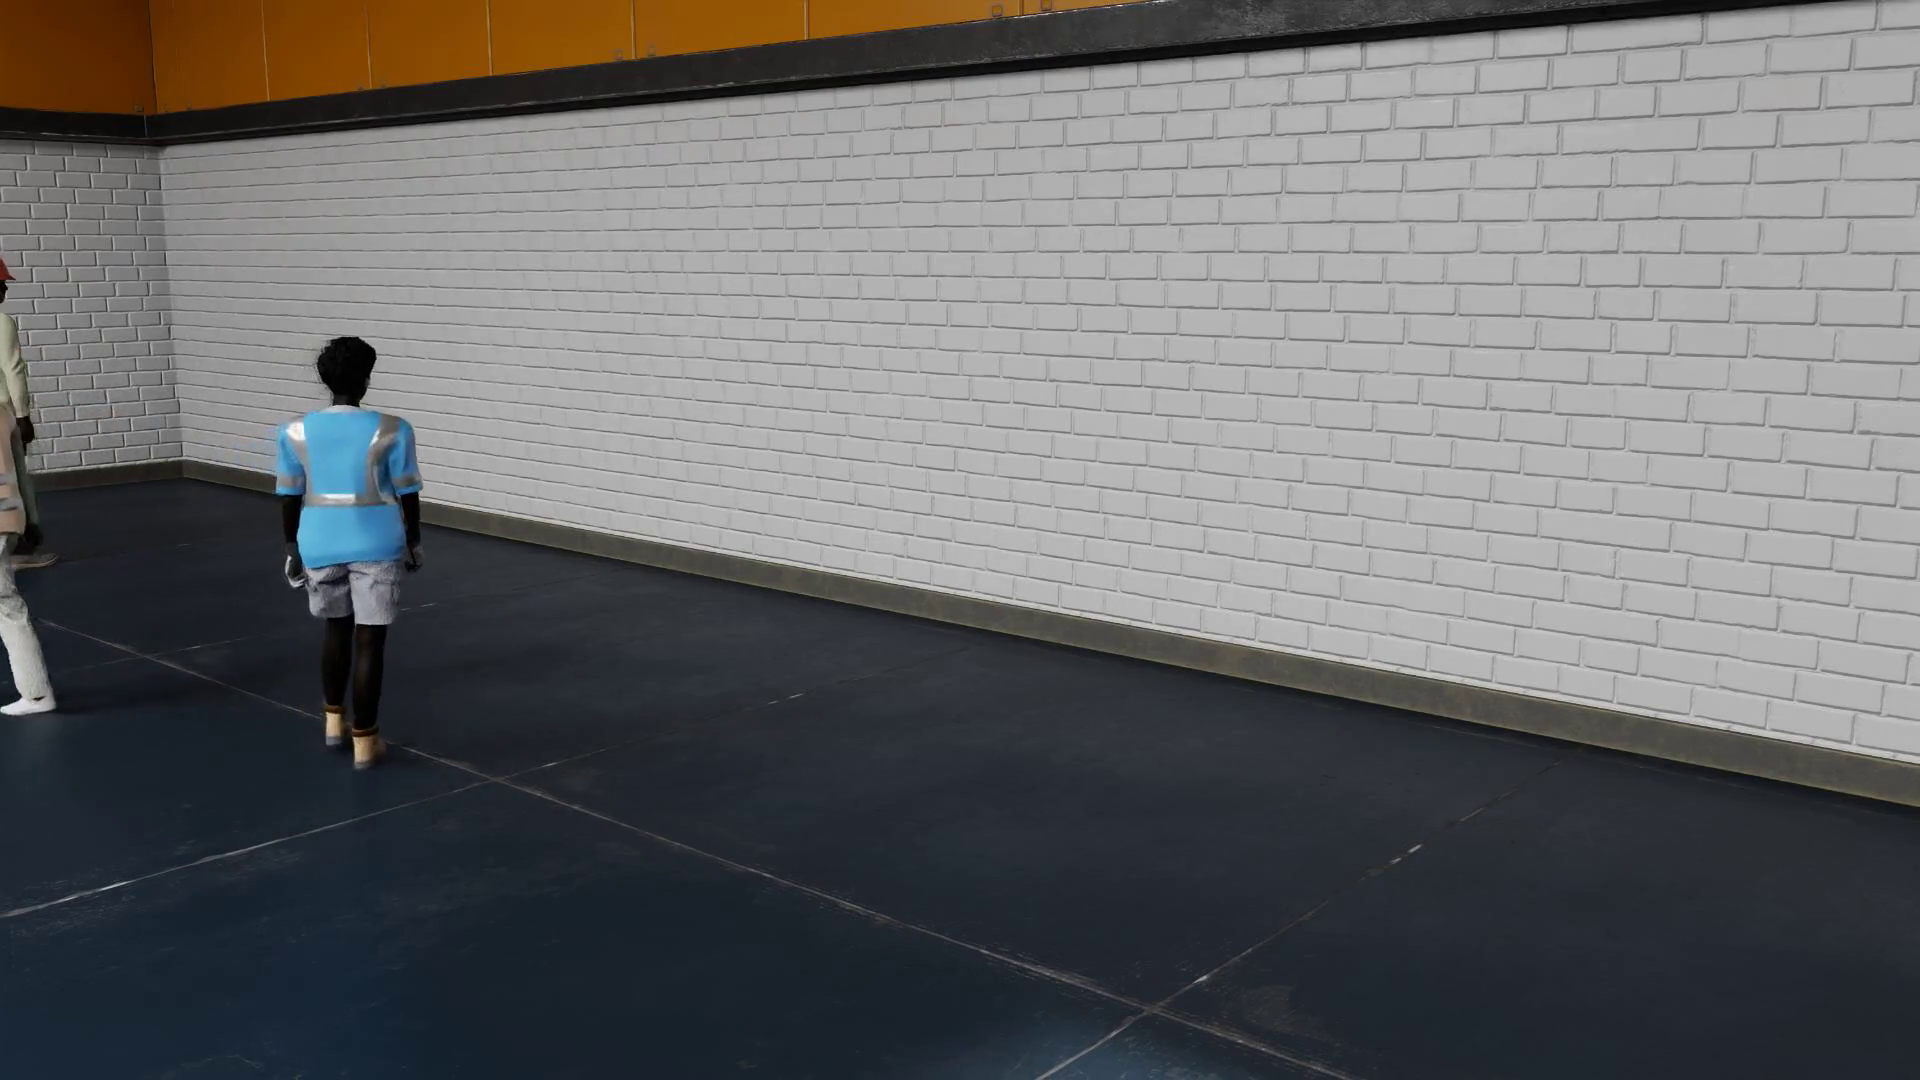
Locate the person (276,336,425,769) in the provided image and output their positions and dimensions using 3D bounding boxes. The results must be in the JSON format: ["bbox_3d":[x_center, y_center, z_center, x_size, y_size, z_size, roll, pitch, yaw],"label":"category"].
[{"bbox_3d":[-2.373,0.040,6.580,0.528,1.675,0.559,0,10,0],"label":"person"}]

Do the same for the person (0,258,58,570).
[{"bbox_3d":[-6.080,-0.805,10.497,0.619,1.994,0.381,4,11,24],"label":"person"}]

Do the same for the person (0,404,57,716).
[{"bbox_3d":[-4.311,-0.025,7.152,0.828,1.595,0.529,1,10,4],"label":"person"}]
